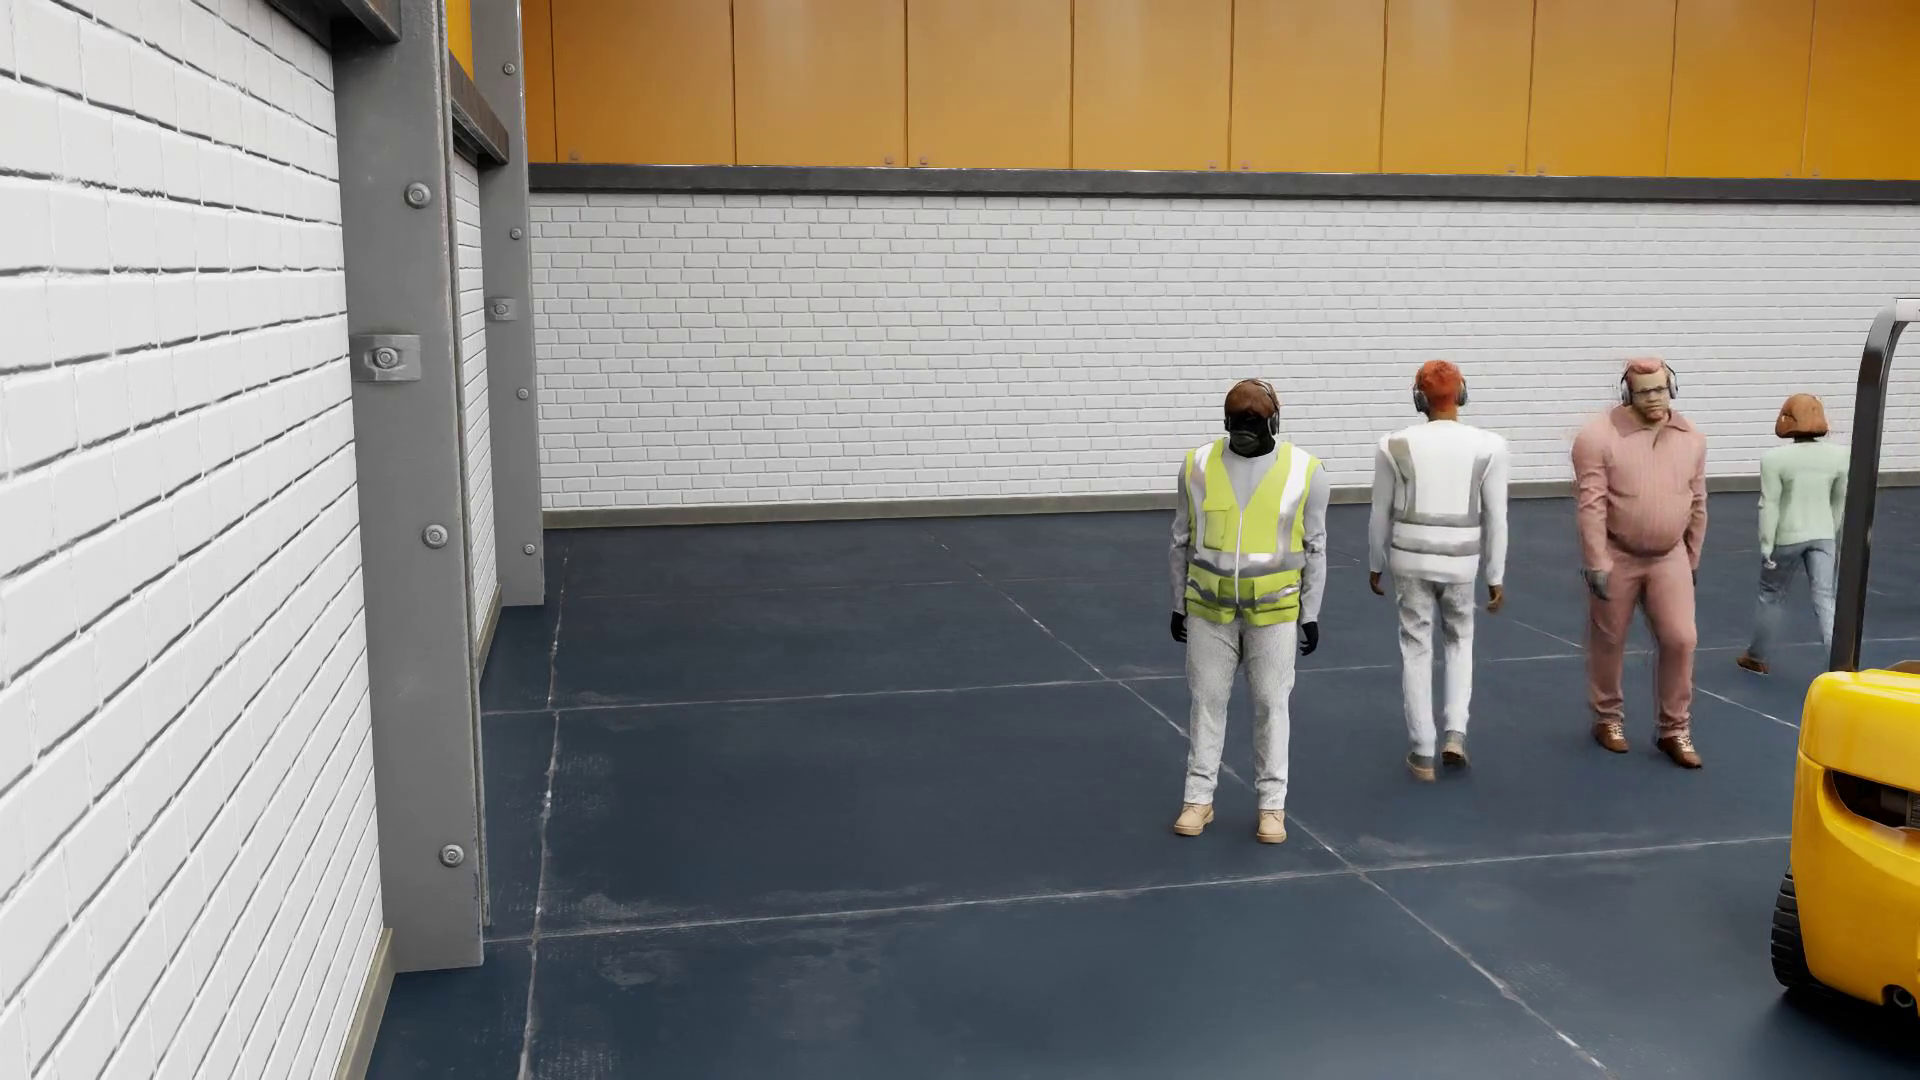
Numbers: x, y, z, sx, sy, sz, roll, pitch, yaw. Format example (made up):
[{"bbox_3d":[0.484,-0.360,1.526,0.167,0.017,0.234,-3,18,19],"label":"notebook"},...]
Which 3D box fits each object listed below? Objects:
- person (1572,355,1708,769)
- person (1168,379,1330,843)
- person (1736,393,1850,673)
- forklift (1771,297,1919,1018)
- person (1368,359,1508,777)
[{"bbox_3d":[3.127,0.100,7.591,0.655,1.869,0.756,0,9,-1],"label":"person"},{"bbox_3d":[1.126,0.281,6.590,0.621,1.837,0.429,3,10,17],"label":"person"},{"bbox_3d":[4.551,0.009,8.973,0.492,1.597,0.845,0,9,2],"label":"person"},{"bbox_3d":[3.542,0.334,5.177,2.313,2.155,1.214,-9,13,-43],"label":"forklift"},{"bbox_3d":[2.129,0.123,7.459,0.577,1.864,0.491,1,9,9],"label":"person"}]
